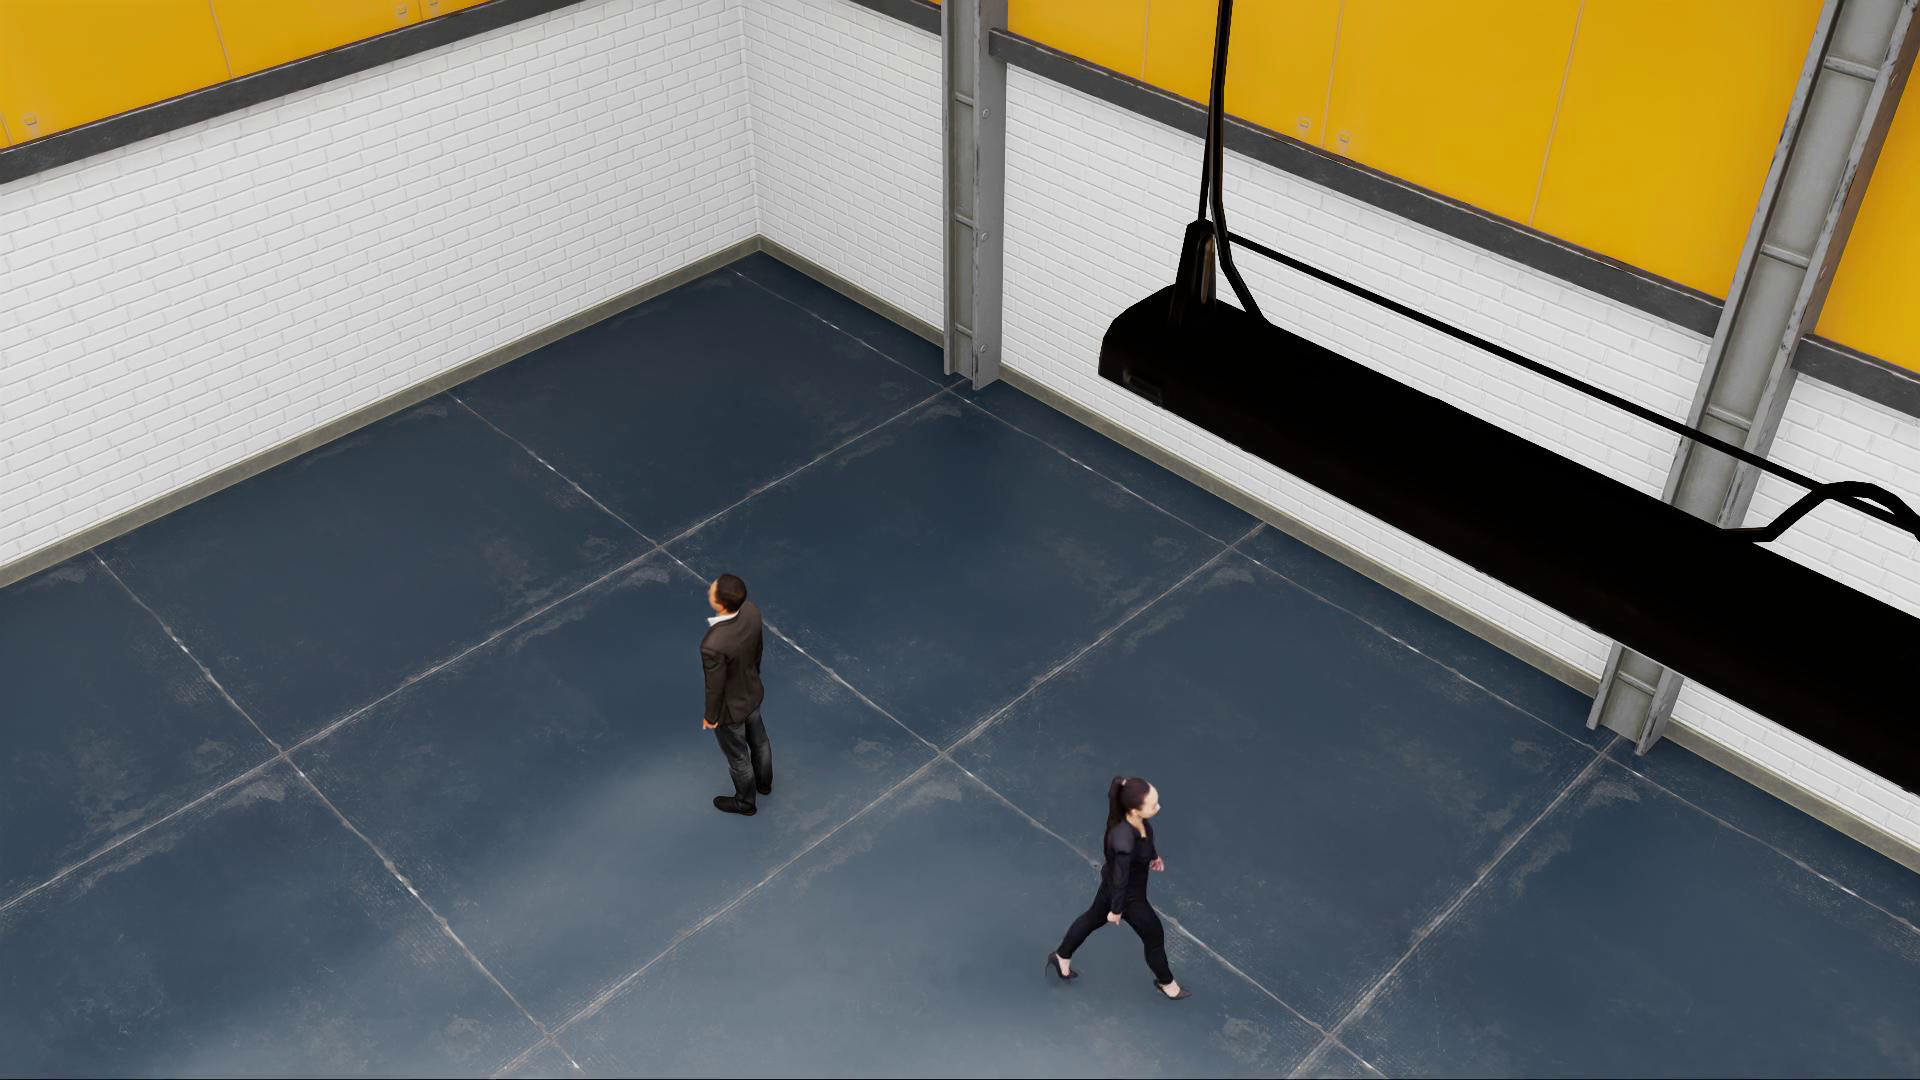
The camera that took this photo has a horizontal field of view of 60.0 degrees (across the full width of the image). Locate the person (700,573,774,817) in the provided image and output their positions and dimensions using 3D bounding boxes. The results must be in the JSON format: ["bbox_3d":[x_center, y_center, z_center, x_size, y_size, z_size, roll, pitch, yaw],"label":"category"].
[{"bbox_3d":[-1.322,0.907,9.833,0.664,1.805,0.741,17,42,20],"label":"person"}]

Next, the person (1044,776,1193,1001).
[{"bbox_3d":[0.791,1.839,8.773,1.110,1.671,0.996,4,39,5],"label":"person"}]
